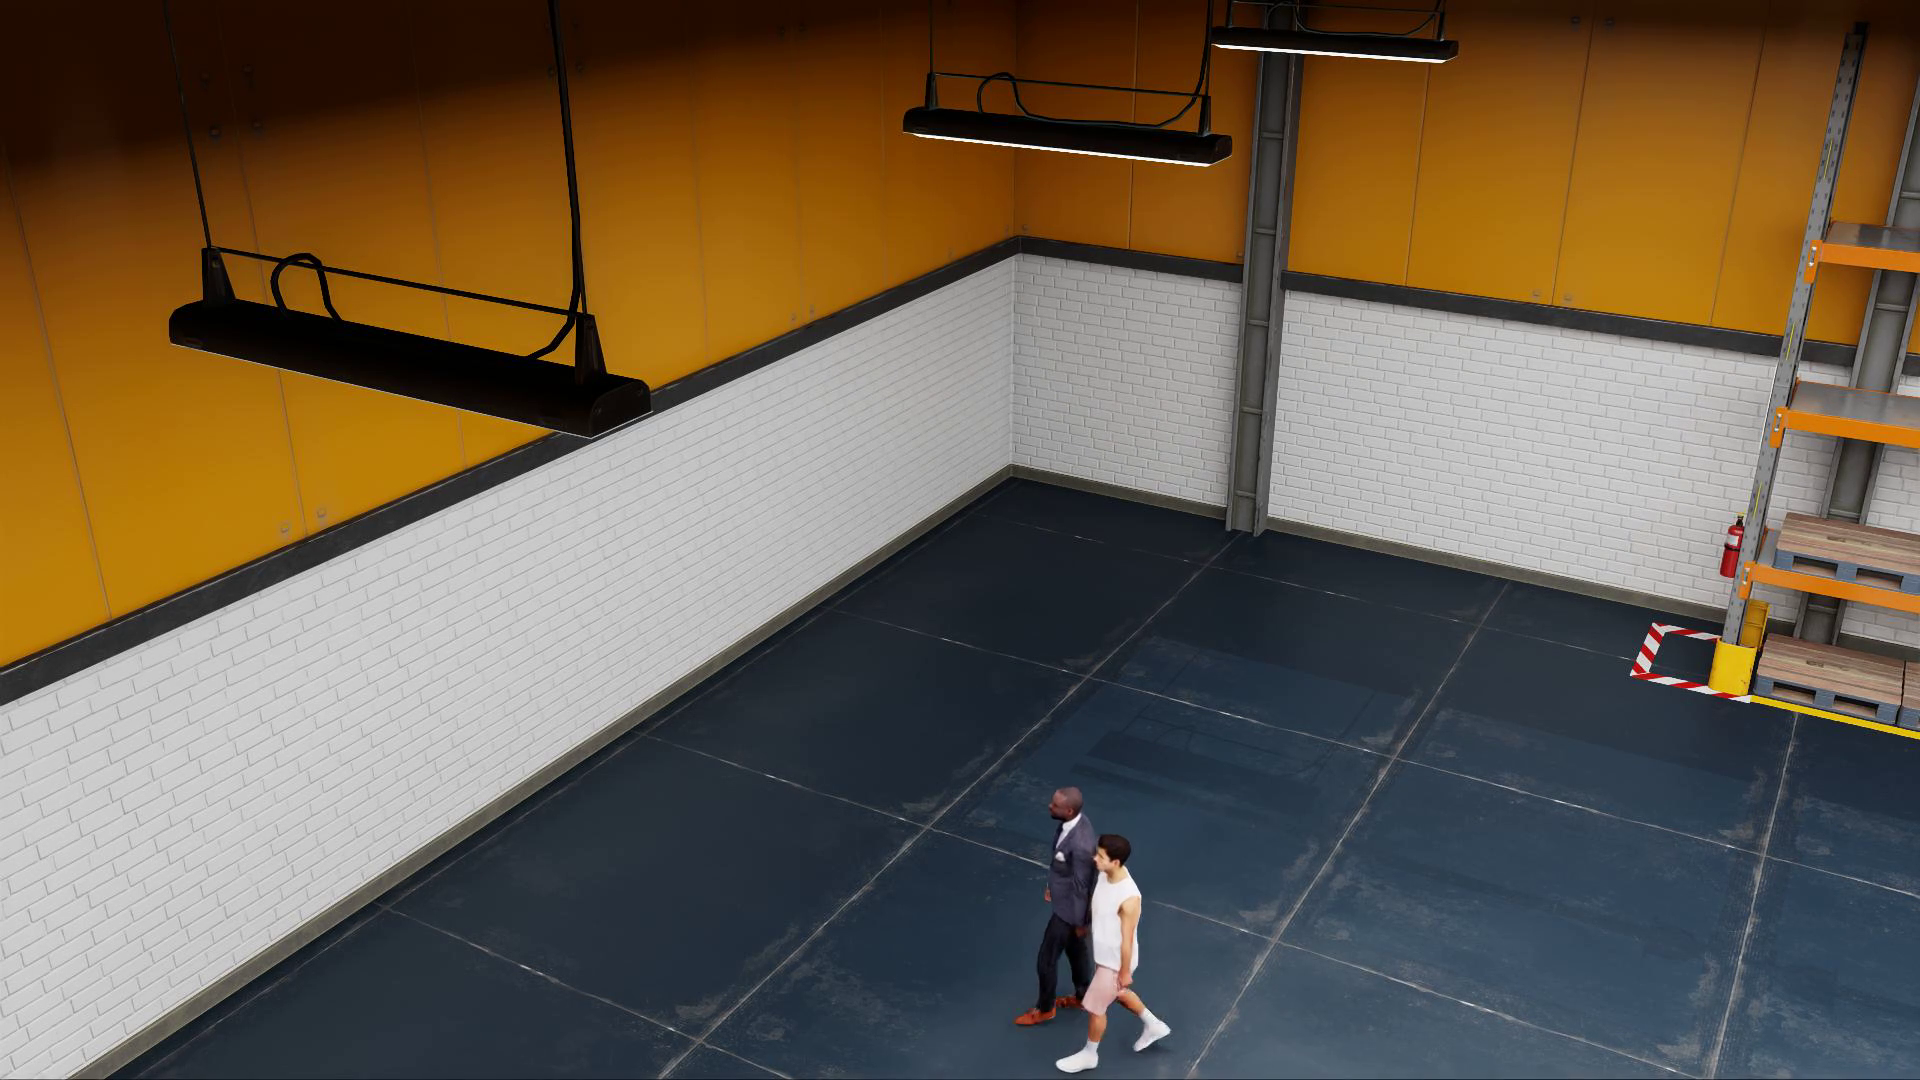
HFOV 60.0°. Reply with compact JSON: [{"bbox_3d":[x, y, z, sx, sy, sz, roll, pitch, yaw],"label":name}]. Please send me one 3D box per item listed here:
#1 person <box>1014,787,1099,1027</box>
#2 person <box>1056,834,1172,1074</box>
[{"bbox_3d":[0.823,2.455,11.187,0.973,1.804,0.911,-1,24,-3],"label":"person"},{"bbox_3d":[1.075,2.660,10.764,1.125,1.766,1.042,-4,24,-10],"label":"person"}]
